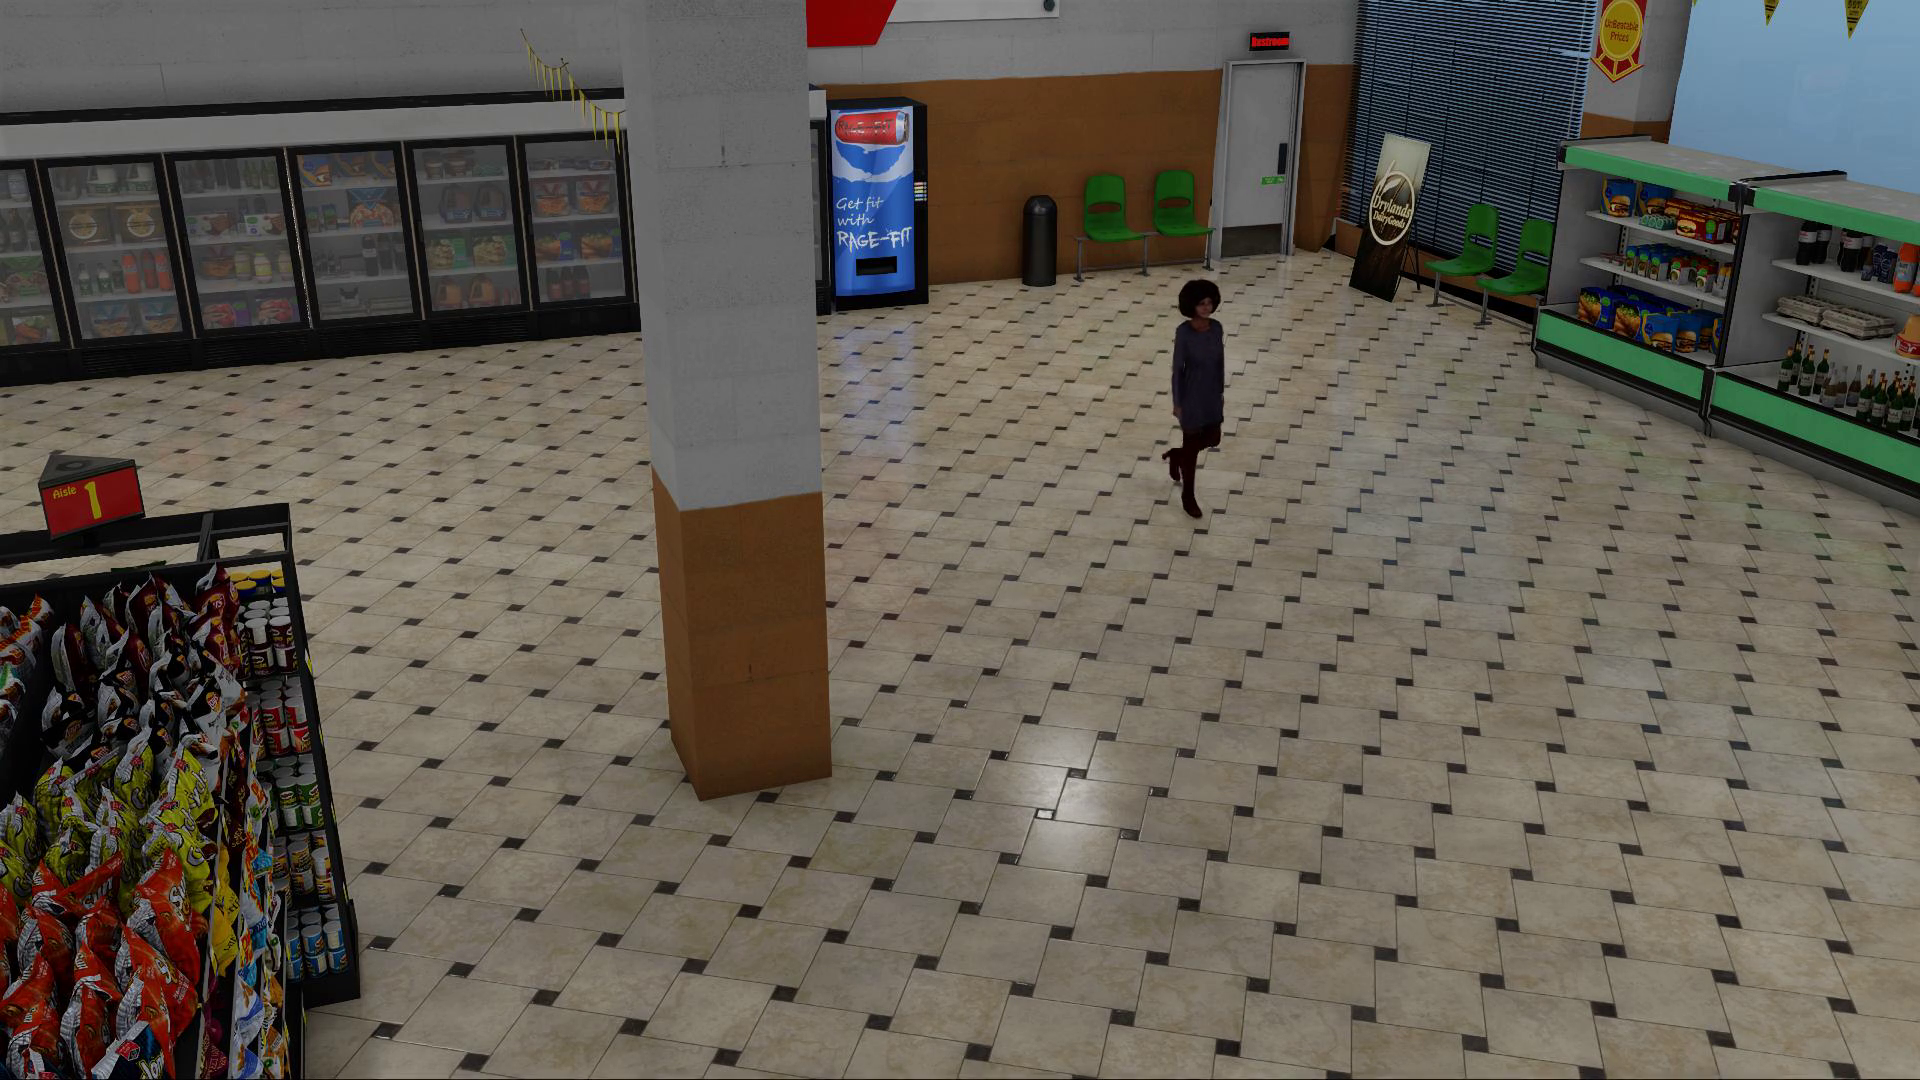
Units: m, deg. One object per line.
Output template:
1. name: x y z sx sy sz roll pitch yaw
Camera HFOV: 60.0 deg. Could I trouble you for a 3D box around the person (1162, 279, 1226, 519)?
1. person: 1.651 -1.022 11.861 0.663 1.695 0.847 -11 25 -26
